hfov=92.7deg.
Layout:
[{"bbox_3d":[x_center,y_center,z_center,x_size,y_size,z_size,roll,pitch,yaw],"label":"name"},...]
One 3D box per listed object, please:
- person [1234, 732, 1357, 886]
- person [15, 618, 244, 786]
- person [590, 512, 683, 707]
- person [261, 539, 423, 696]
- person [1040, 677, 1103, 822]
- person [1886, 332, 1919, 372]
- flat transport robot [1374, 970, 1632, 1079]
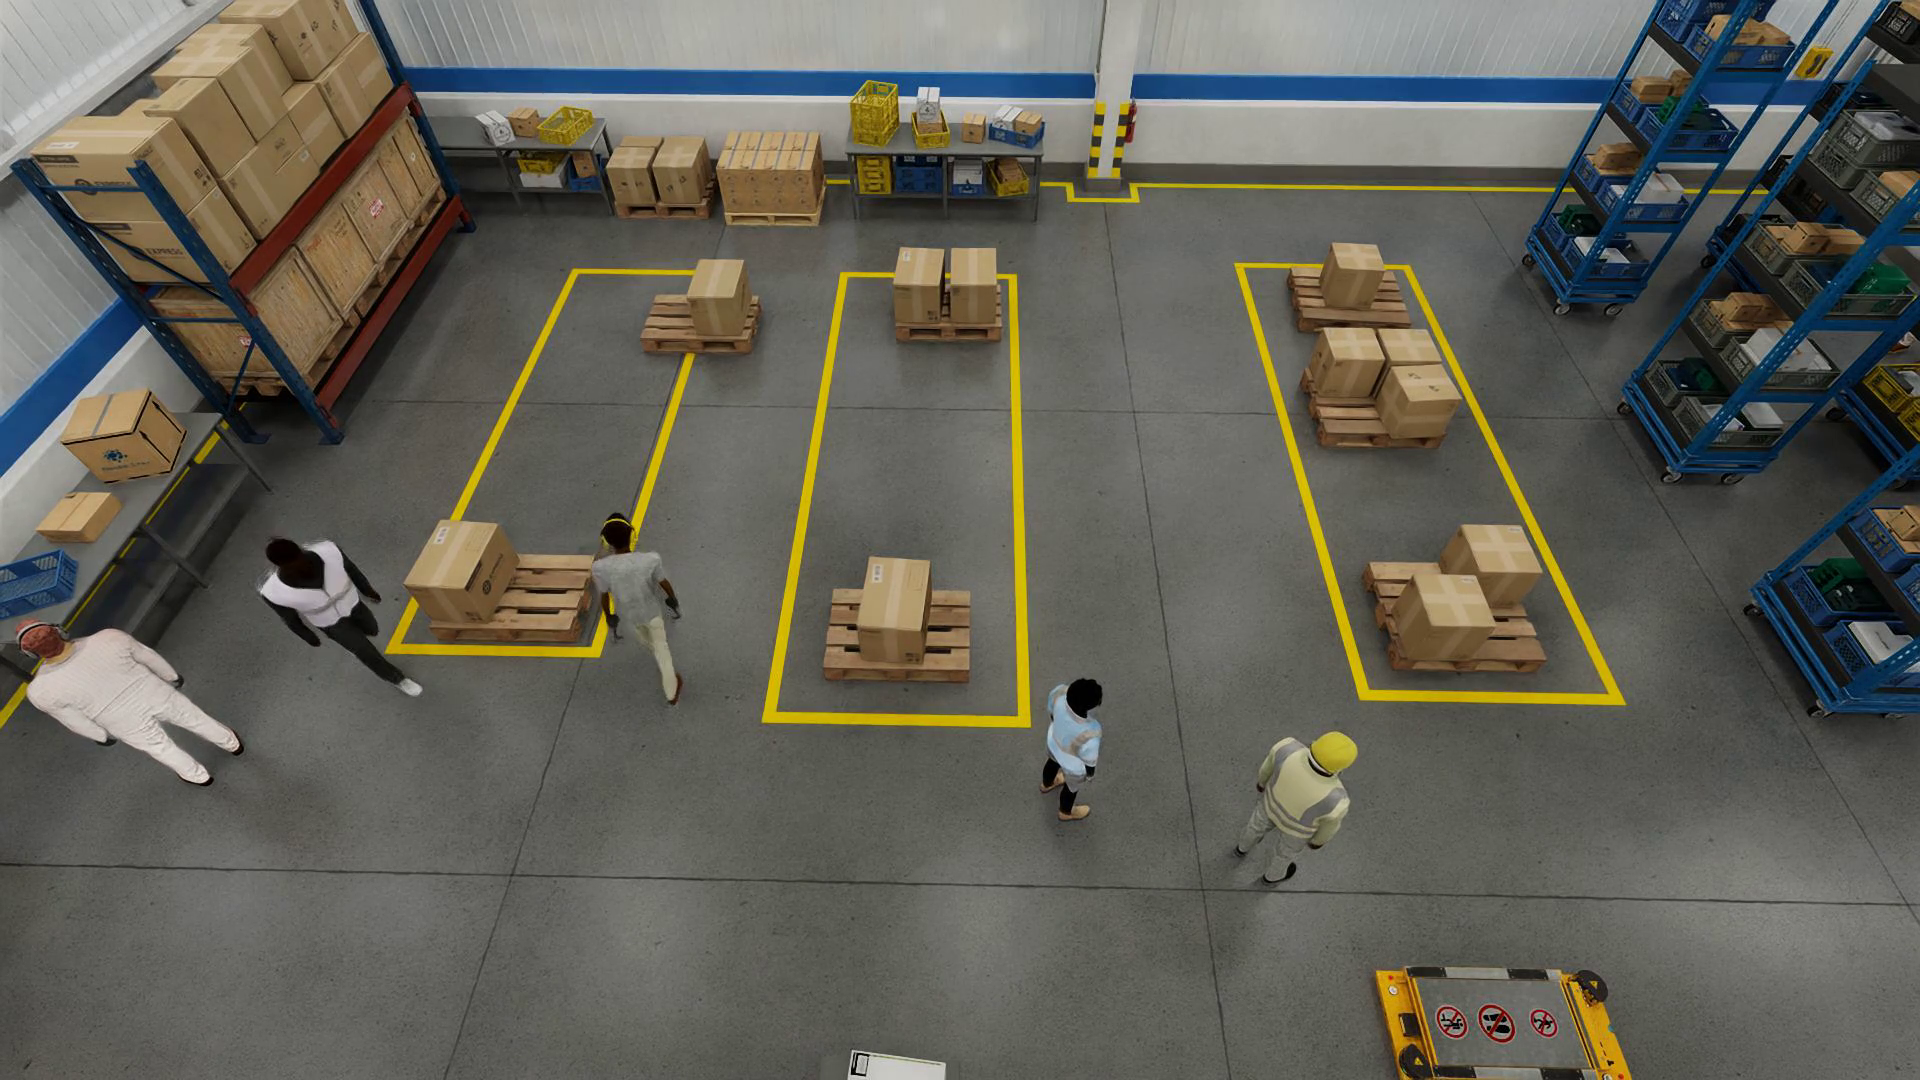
[{"bbox_3d":[2.203,1.755,6.036,0.404,1.834,0.591,-25,55,-19],"label":"person"},{"bbox_3d":[-5.868,1.146,6.486,0.409,1.907,0.651,21,54,16],"label":"person"},{"bbox_3d":[-2.443,0.493,7.085,0.551,1.803,0.898,-8,51,-6],"label":"person"},{"bbox_3d":[-4.841,0.507,7.030,0.823,1.877,0.609,23,55,18],"label":"person"},{"bbox_3d":[0.783,1.450,6.371,0.315,1.696,0.541,-21,54,-16],"label":"person"},{"bbox_3d":[10.634,-2.646,9.523,0.396,1.990,0.622,-17,53,-13],"label":"person"},{"bbox_3d":[3.501,3.133,5.914,1.431,0.197,0.652,1,51,1],"label":"flat transport robot"}]
